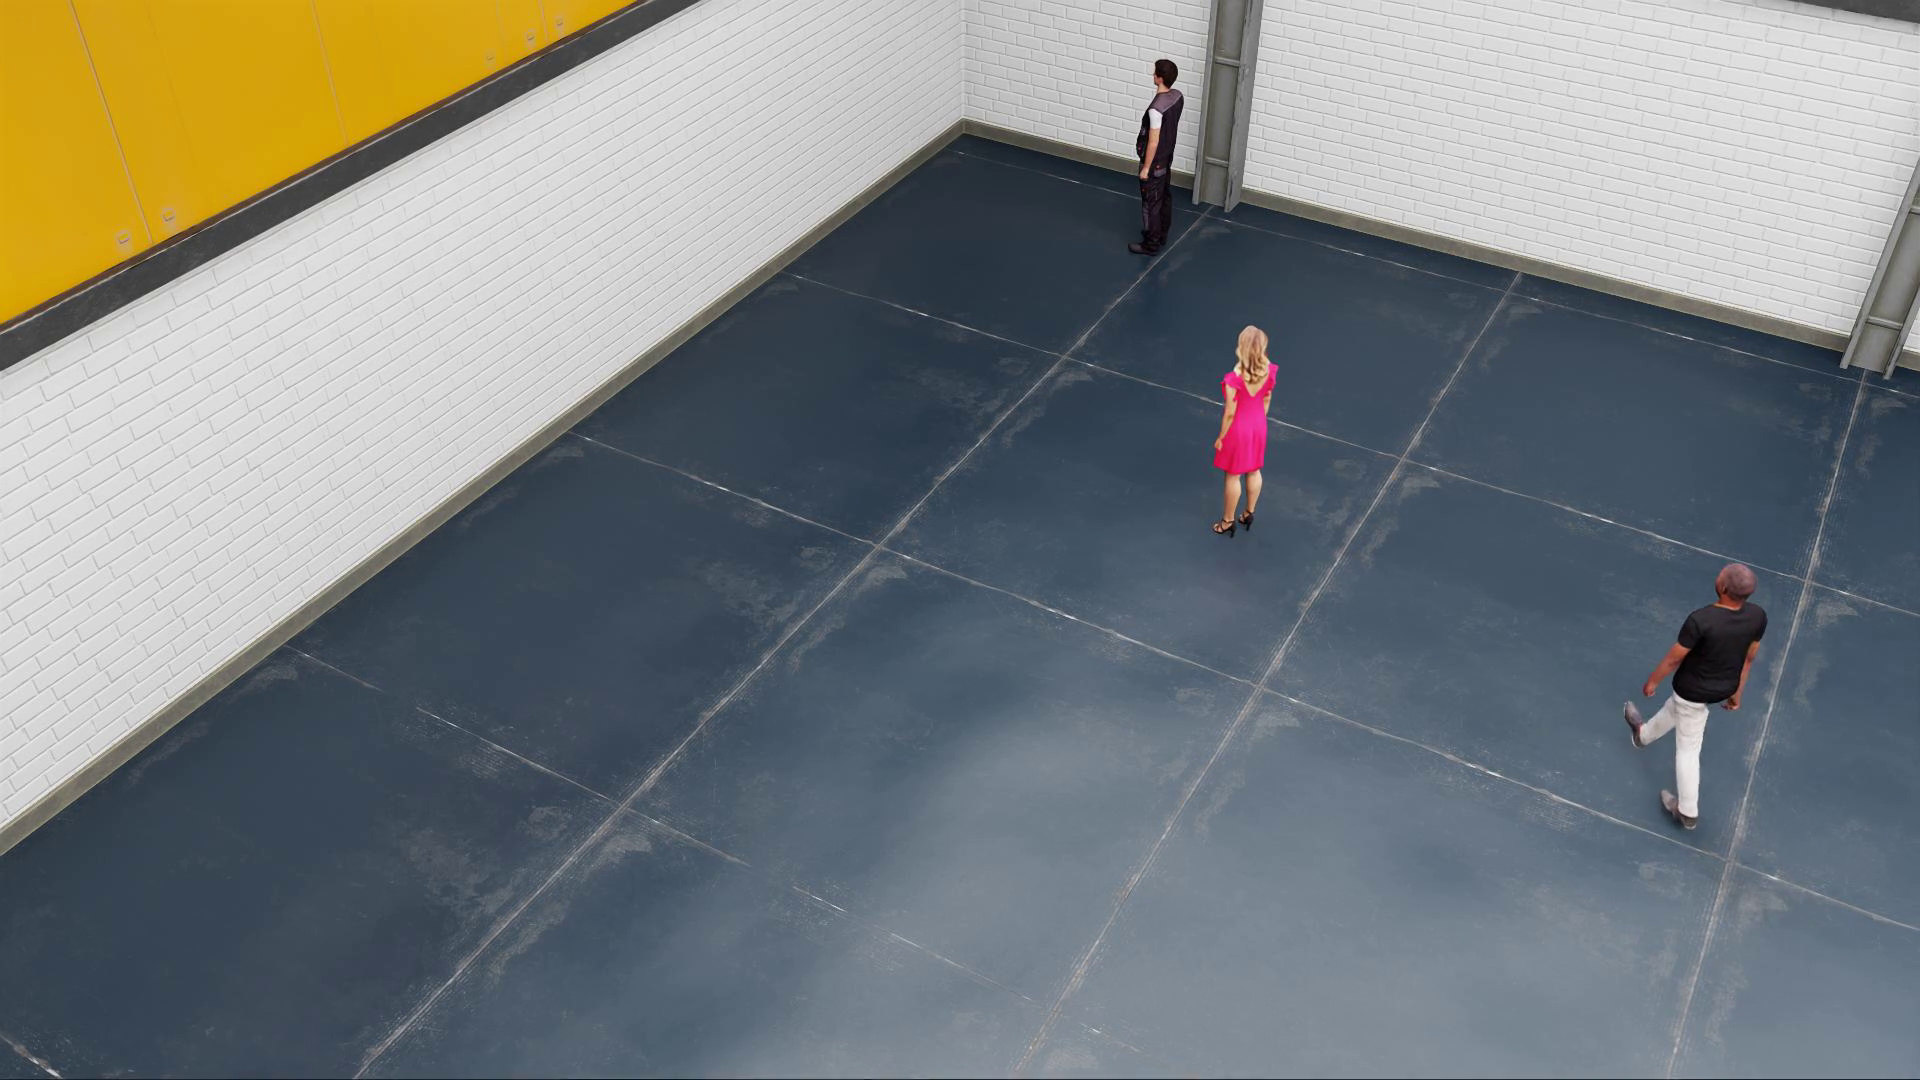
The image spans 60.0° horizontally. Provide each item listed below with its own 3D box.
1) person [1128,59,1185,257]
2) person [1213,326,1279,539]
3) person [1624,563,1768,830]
[{"bbox_3d":[1.823,-3.511,15.245,0.544,1.849,0.634,20,43,23],"label":"person"},{"bbox_3d":[2.039,-0.768,11.907,0.670,1.728,0.702,-17,42,-20],"label":"person"},{"bbox_3d":[4.369,0.950,9.738,1.199,1.749,1.239,-9,39,-11],"label":"person"}]
